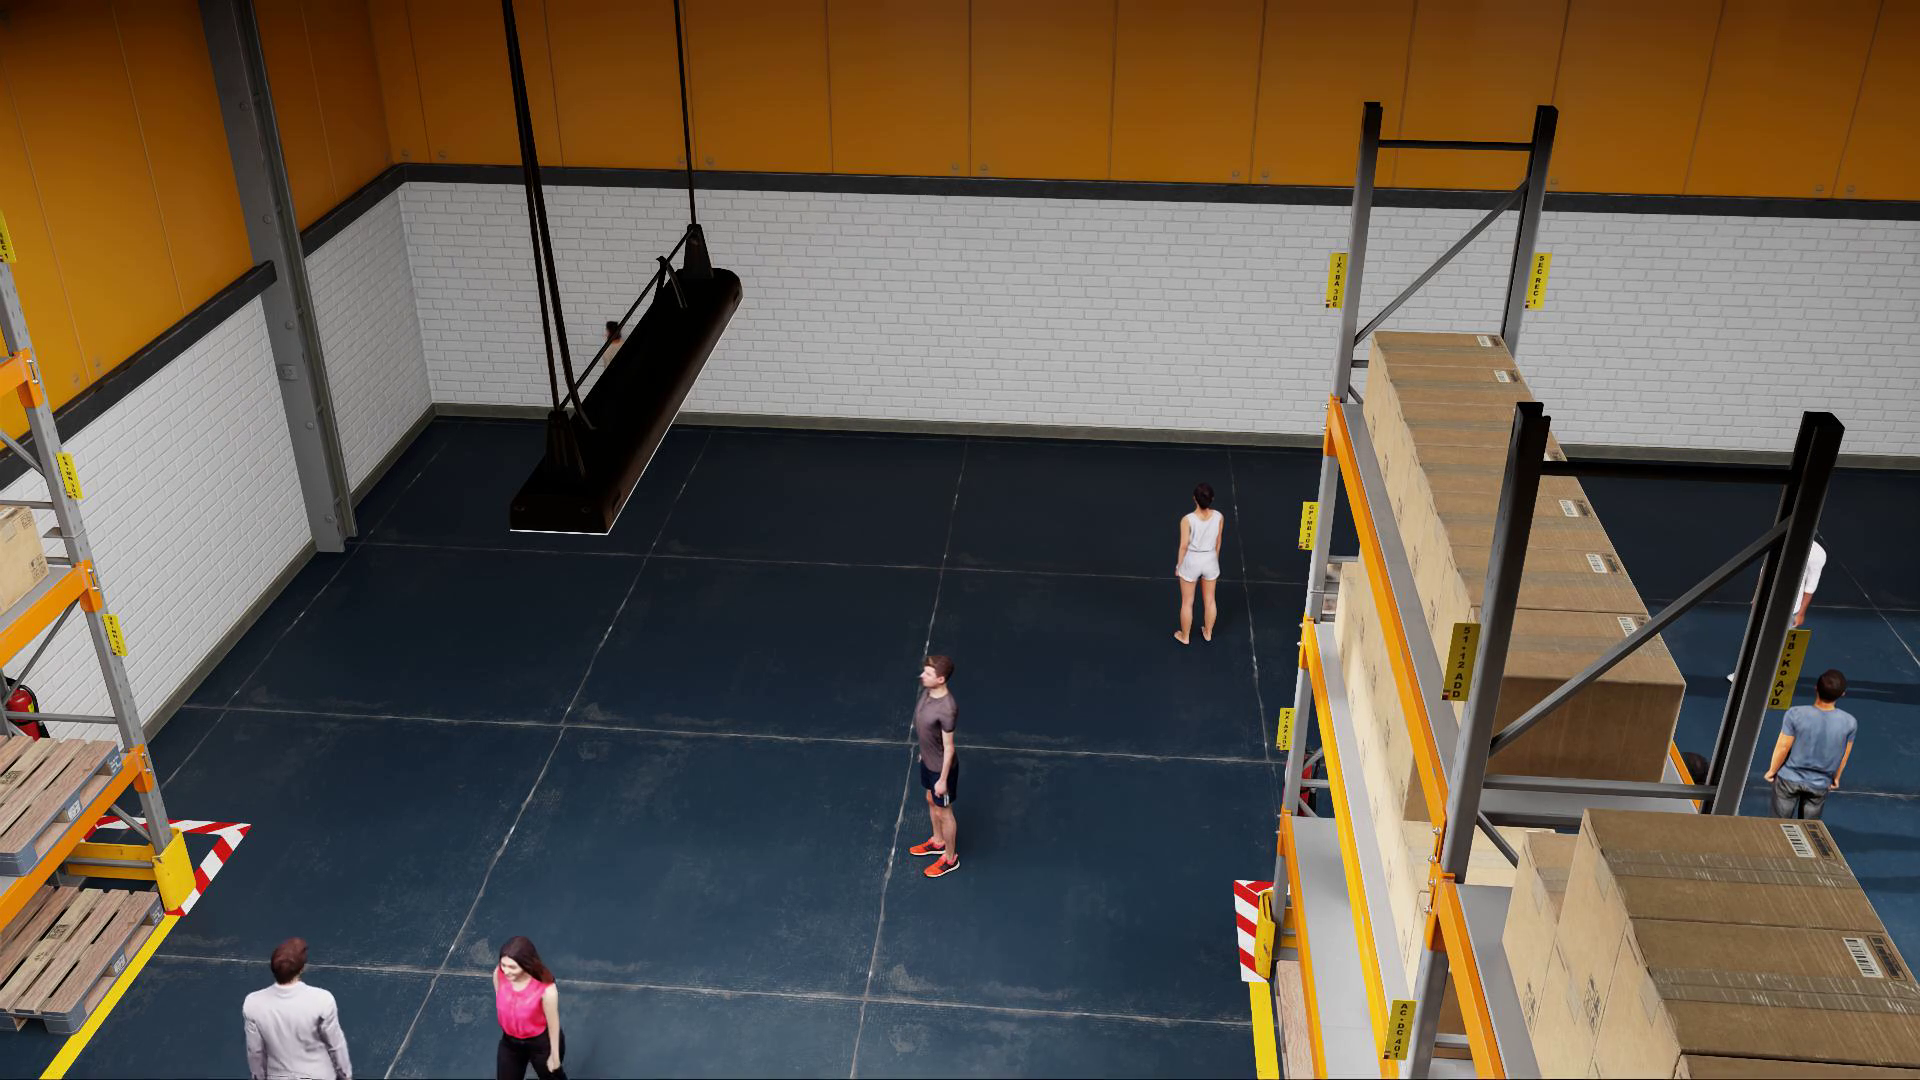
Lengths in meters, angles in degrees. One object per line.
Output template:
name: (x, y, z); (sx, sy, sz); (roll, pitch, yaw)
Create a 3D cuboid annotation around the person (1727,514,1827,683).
person: (7.104, 0.500, 14.336); (0.798, 1.816, 0.714); (-17, 33, -28)

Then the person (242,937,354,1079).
person: (-3.803, 3.103, 9.553); (0.854, 1.826, 0.805); (-10, 30, -18)

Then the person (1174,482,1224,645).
person: (2.166, 0.209, 15.087); (0.630, 1.607, 0.622); (-7, 29, -12)

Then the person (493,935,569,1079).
person: (-2.530, 2.978, 9.971); (0.676, 1.646, 0.772); (9, 30, 15)

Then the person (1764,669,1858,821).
person: (6.140, 1.730, 12.087); (0.681, 1.810, 0.597); (7, 29, 12)

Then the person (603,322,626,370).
person: (-3.863, -1.791, 18.902); (0.688, 1.466, 0.588); (18, 33, 30)

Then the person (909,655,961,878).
person: (-0.155, 1.632, 12.221); (0.782, 1.854, 0.646); (-11, 30, -19)
